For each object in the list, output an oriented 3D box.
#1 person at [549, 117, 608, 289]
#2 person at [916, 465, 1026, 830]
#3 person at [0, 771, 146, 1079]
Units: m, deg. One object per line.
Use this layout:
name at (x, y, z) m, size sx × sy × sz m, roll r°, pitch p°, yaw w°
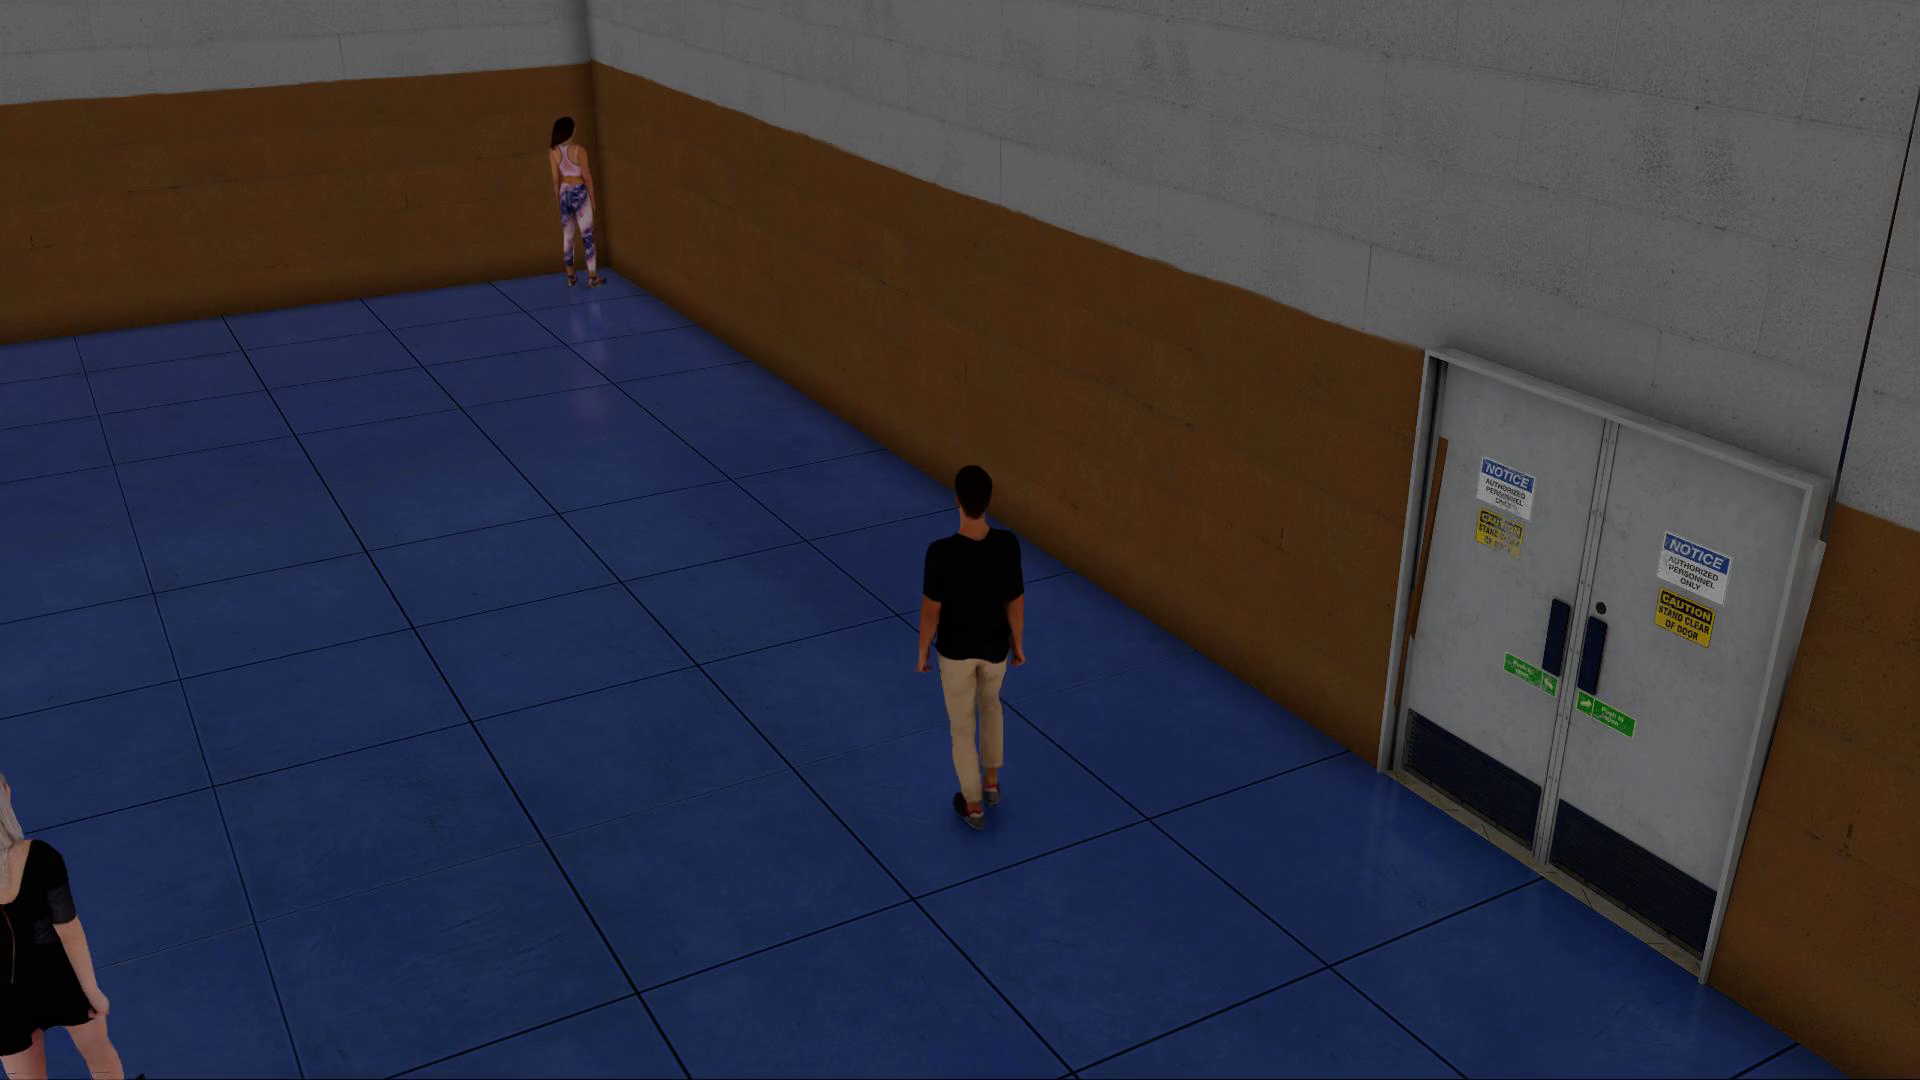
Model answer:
person at (-4.009, -3.521, 17.323) m, size 0.667 × 1.766 × 0.741 m, roll 4°, pitch 24°, yaw 10°
person at (0.100, 0.560, 7.859) m, size 0.582 × 1.851 × 0.762 m, roll -8°, pitch 25°, yaw -18°
person at (-3.134, 1.591, 5.590) m, size 0.980 × 1.807 × 0.845 m, roll -6°, pitch 24°, yaw -13°
